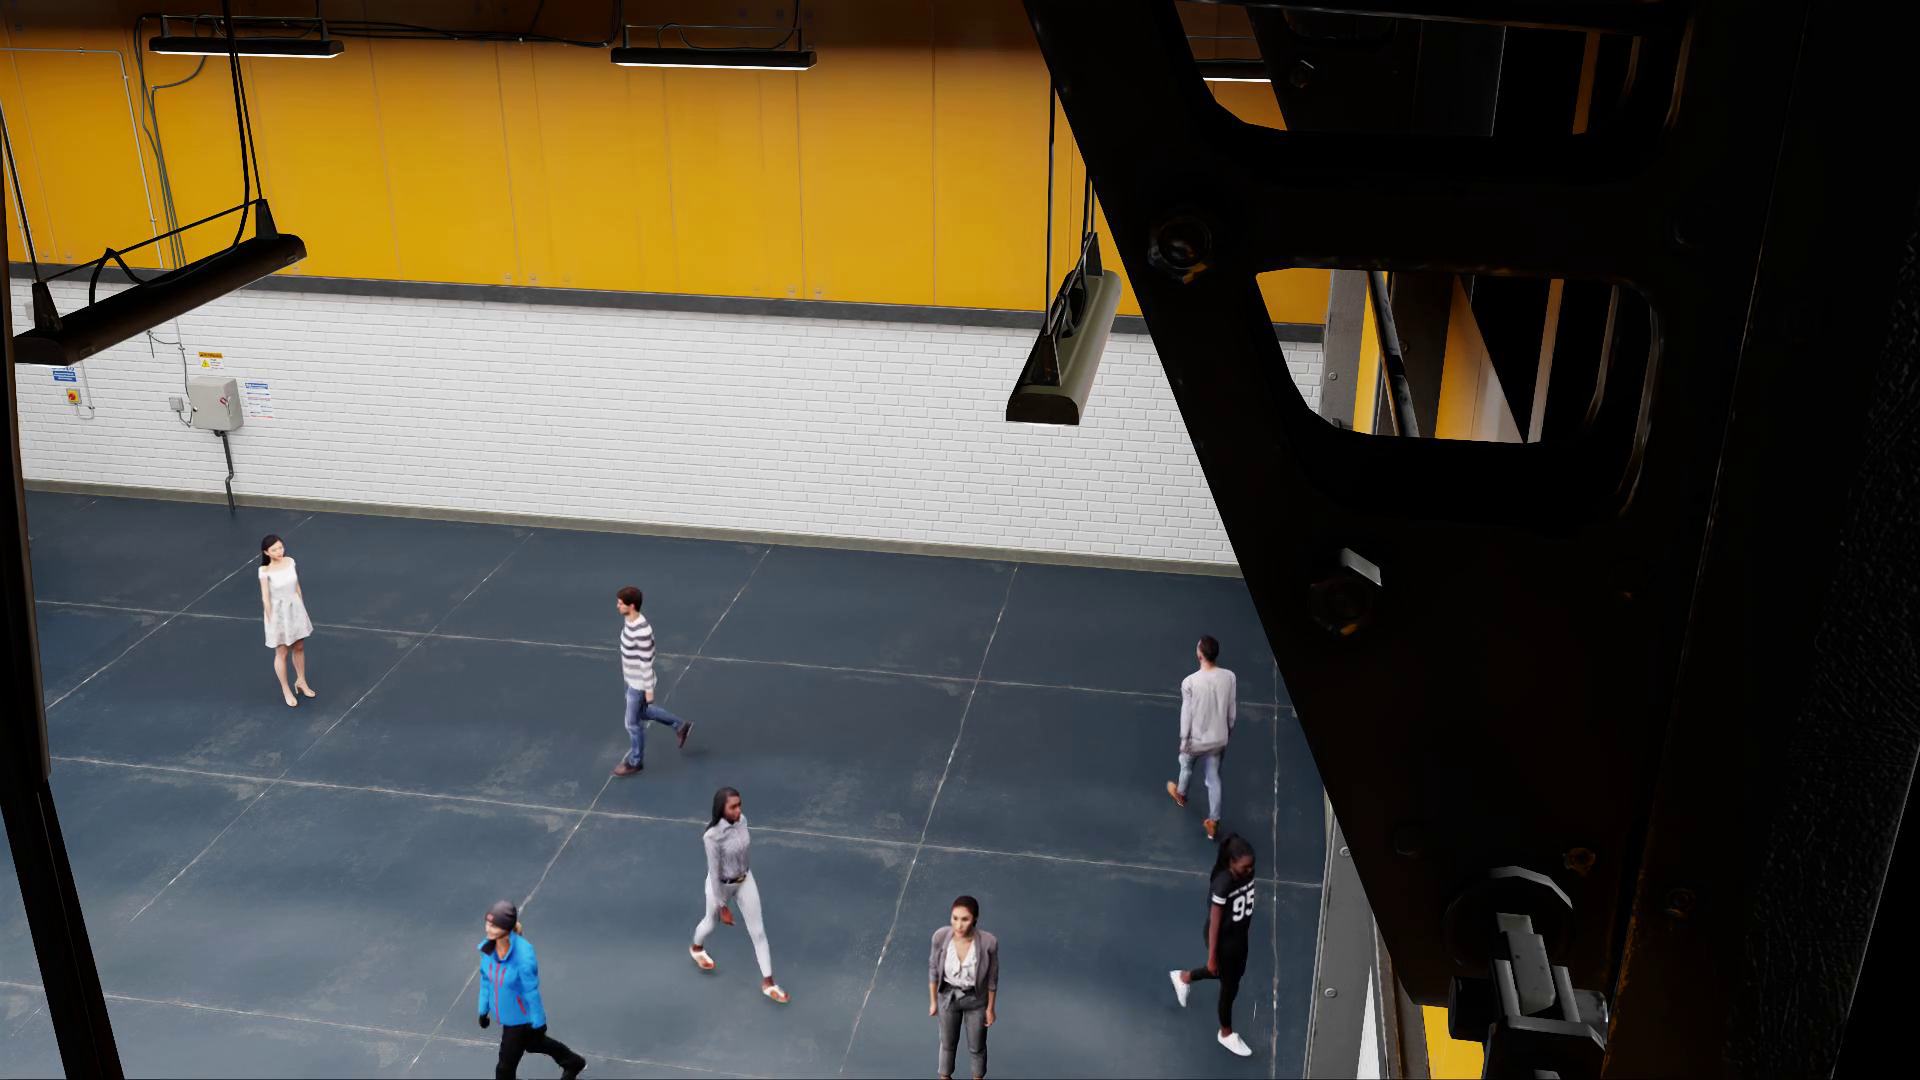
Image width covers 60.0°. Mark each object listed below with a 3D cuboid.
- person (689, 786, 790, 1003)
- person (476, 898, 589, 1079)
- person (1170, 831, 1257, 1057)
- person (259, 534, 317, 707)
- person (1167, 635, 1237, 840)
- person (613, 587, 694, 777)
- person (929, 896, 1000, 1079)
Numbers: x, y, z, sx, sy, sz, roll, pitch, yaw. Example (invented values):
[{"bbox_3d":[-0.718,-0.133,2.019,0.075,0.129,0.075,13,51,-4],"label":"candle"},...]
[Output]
[{"bbox_3d":[-1.764,2.568,12.256,1.108,1.675,1.214,20,31,38],"label":"person"},{"bbox_3d":[-2.853,3.093,10.955,1.029,1.756,1.265,19,30,36],"label":"person"},{"bbox_3d":[1.812,2.779,11.713,1.030,1.724,1.051,19,30,37],"label":"person"},{"bbox_3d":[-6.585,0.769,16.247,0.805,1.774,0.699,14,27,29],"label":"person"},{"bbox_3d":[2.114,1.704,14.074,0.995,1.802,1.166,-6,24,-13],"label":"person"},{"bbox_3d":[-2.814,1.253,15.072,1.076,1.830,1.092,-11,26,-23],"label":"person"},{"bbox_3d":[0.026,3.079,11.085,0.604,1.678,0.570,4,24,10],"label":"person"}]
